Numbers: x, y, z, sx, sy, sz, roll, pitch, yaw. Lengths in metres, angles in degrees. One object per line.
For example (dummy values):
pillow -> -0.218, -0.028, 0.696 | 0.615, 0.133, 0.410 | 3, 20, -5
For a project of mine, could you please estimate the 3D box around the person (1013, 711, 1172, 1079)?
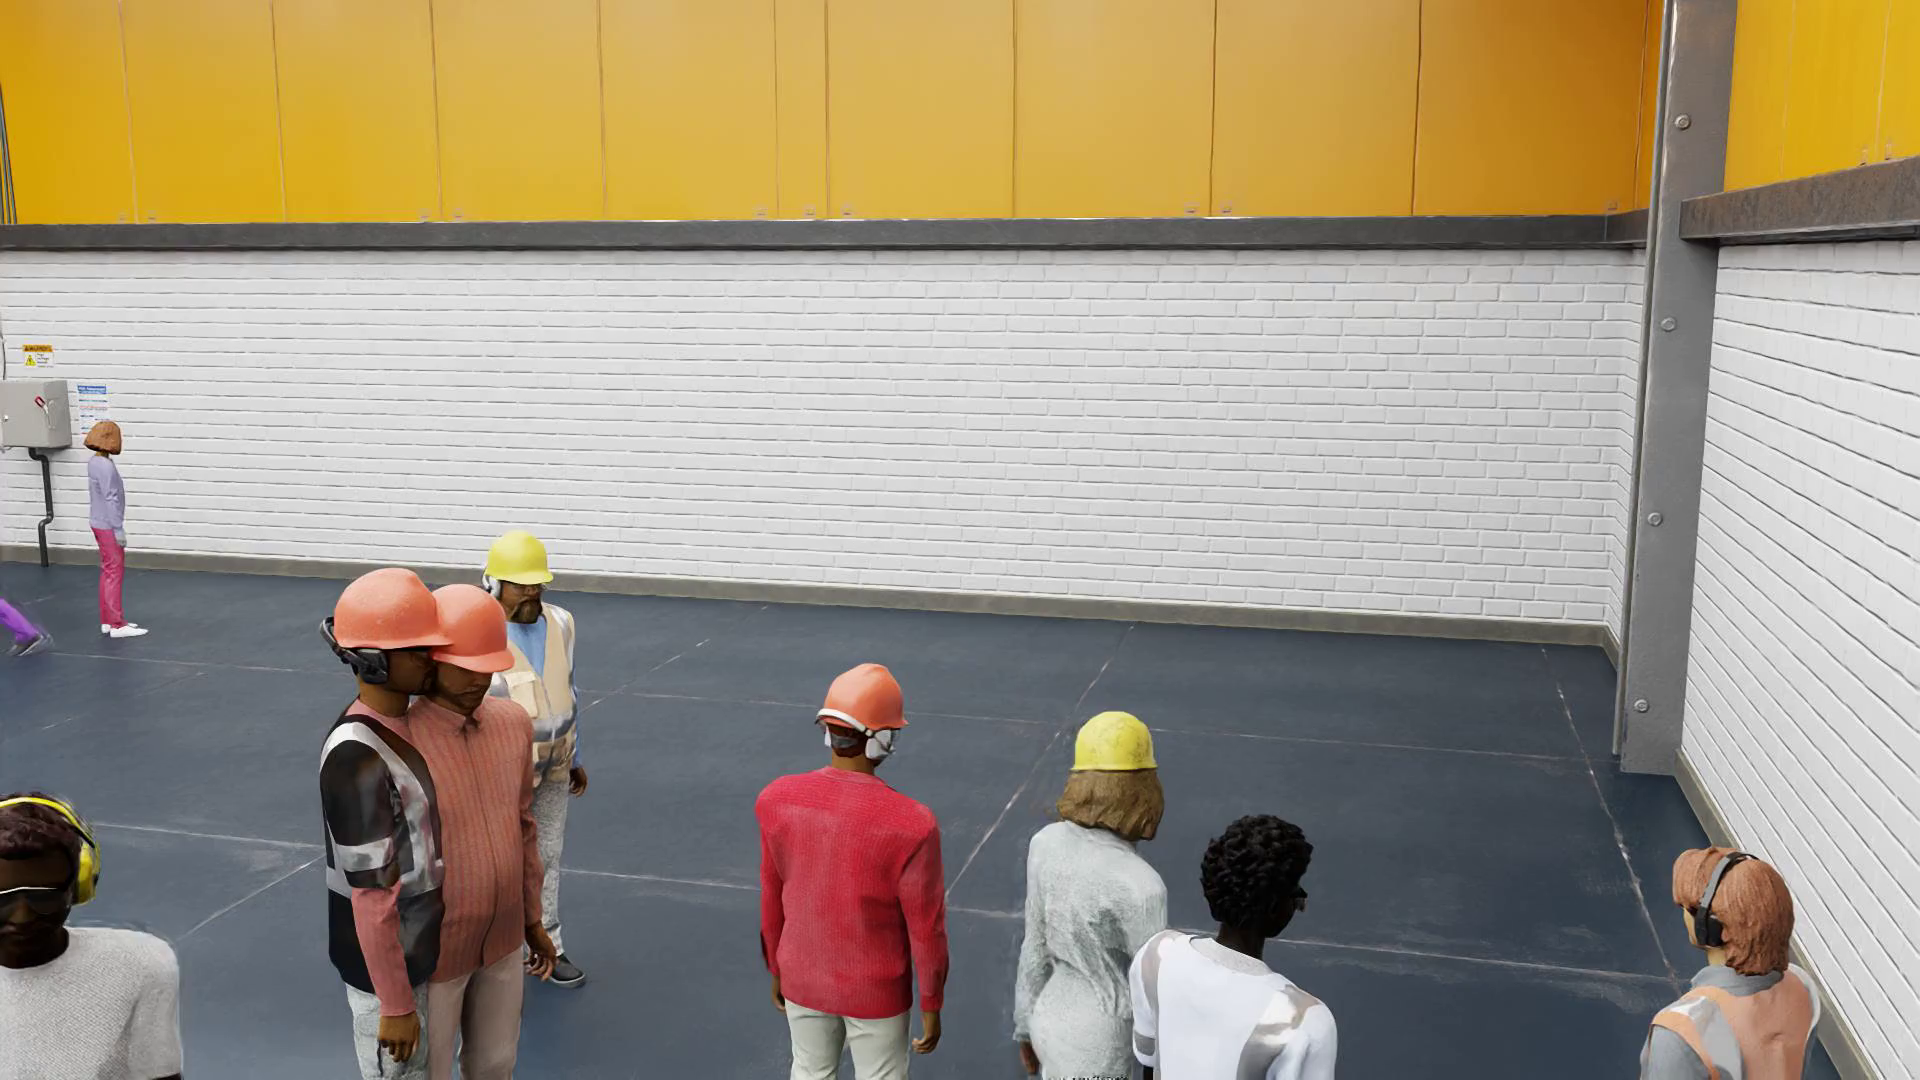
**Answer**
person -> 0.416, 1.281, 4.173 | 0.707, 1.702, 0.525 | -4, 11, -24

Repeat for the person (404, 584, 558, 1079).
person -> -1.343, 1.093, 4.501 | 0.392, 1.986, 0.609 | 6, 11, 31

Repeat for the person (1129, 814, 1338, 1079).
person -> 0.576, 1.408, 3.546 | 0.319, 1.681, 0.539 | -8, 13, -40

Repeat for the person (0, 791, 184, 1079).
person -> -1.695, 1.388, 3.153 | 0.528, 1.851, 0.548 | -5, 11, -27

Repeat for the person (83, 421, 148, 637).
person -> -6.360, -0.084, 12.492 | 0.311, 1.626, 0.501 | -7, 12, -35

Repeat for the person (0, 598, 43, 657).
person -> -6.917, 0.057, 11.518 | 0.569, 1.685, 0.924 | 9, 13, 41

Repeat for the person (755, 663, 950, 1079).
person -> -0.283, 1.198, 4.610 | 0.573, 1.738, 0.351 | 4, 11, 24

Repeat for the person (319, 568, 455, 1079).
person -> -1.464, 1.081, 4.400 | 0.372, 2.044, 0.608 | -2, 10, -13

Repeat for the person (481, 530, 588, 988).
person -> -1.665, 0.862, 6.320 | 0.404, 1.827, 0.600 | 8, 12, 39

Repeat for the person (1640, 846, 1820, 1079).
person -> 1.574, 1.439, 3.480 | 0.523, 1.639, 0.306 | -7, 12, -35
